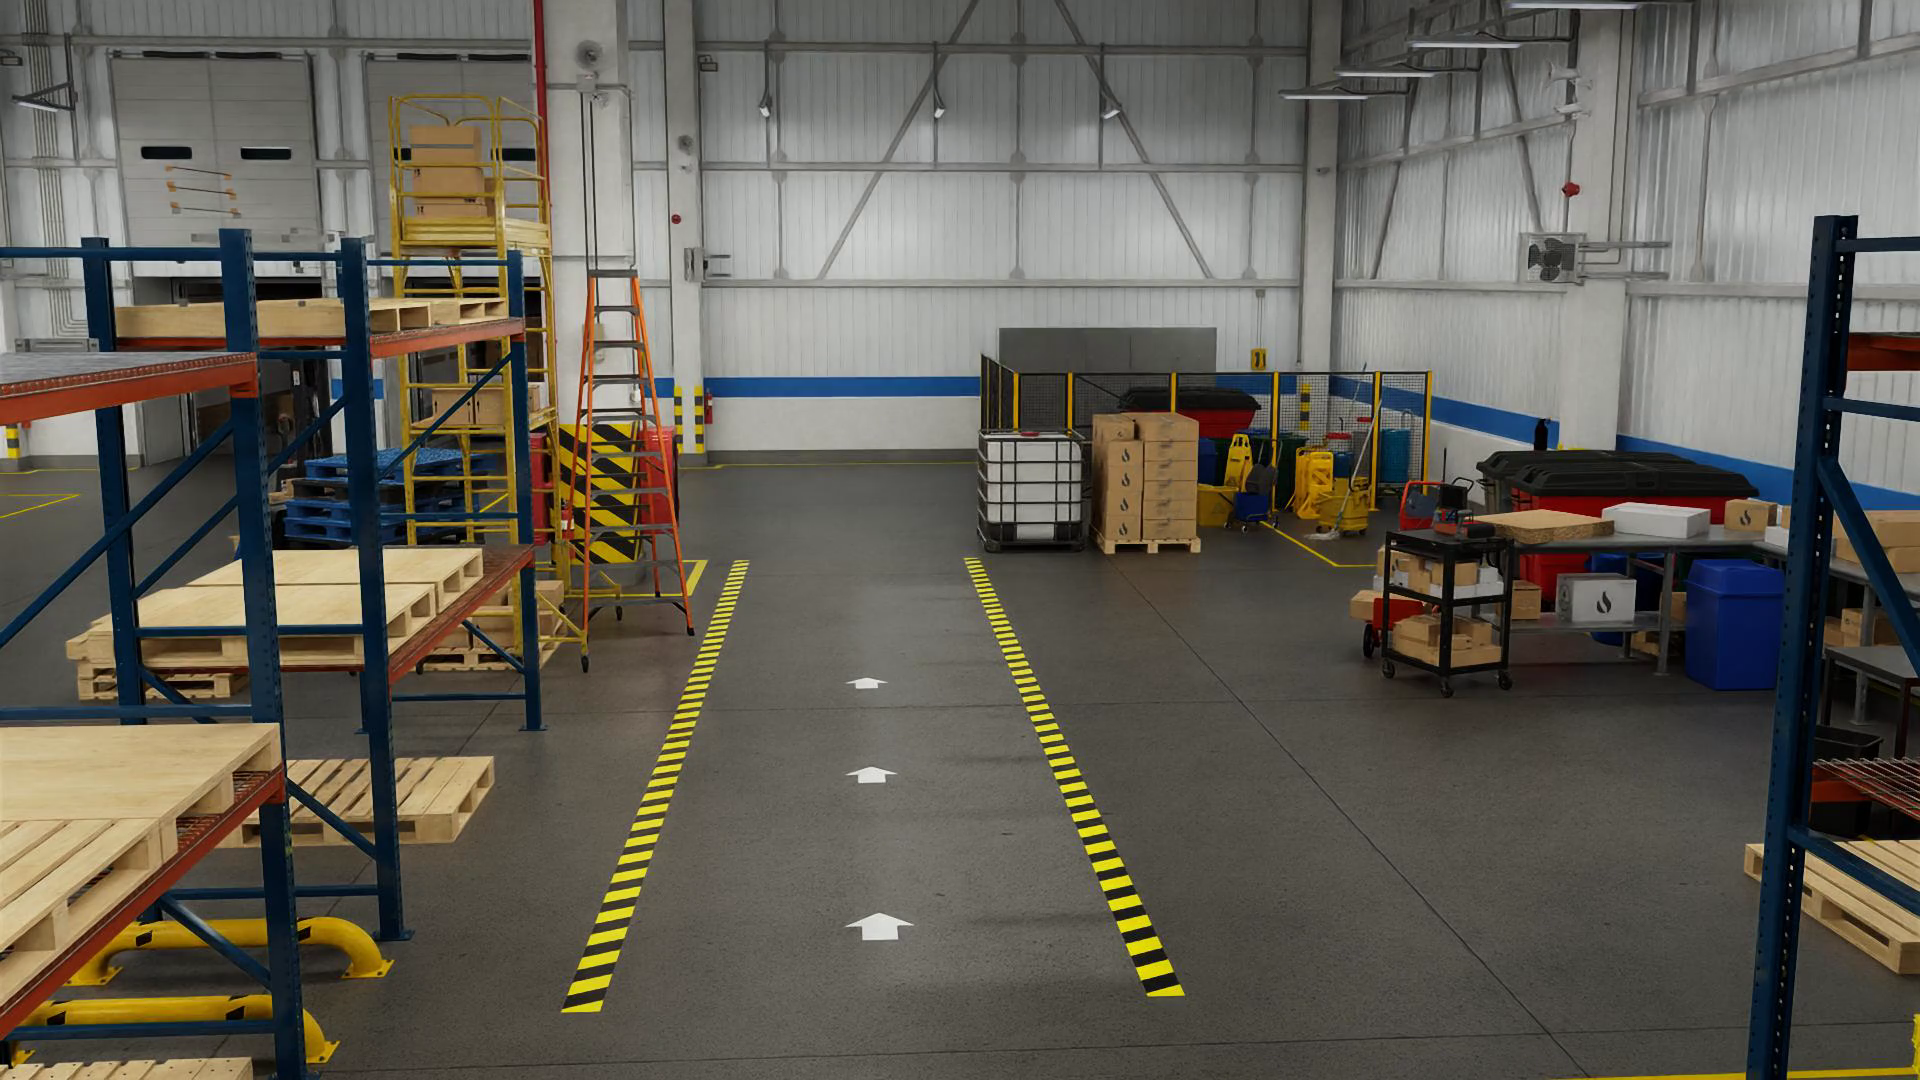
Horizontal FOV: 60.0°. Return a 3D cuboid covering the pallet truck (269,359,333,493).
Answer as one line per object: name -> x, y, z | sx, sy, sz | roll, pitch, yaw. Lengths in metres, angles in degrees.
pallet truck -> -7.062, -1.131, 18.996 | 1.885, 1.965, 0.823 | 2, 9, 13
